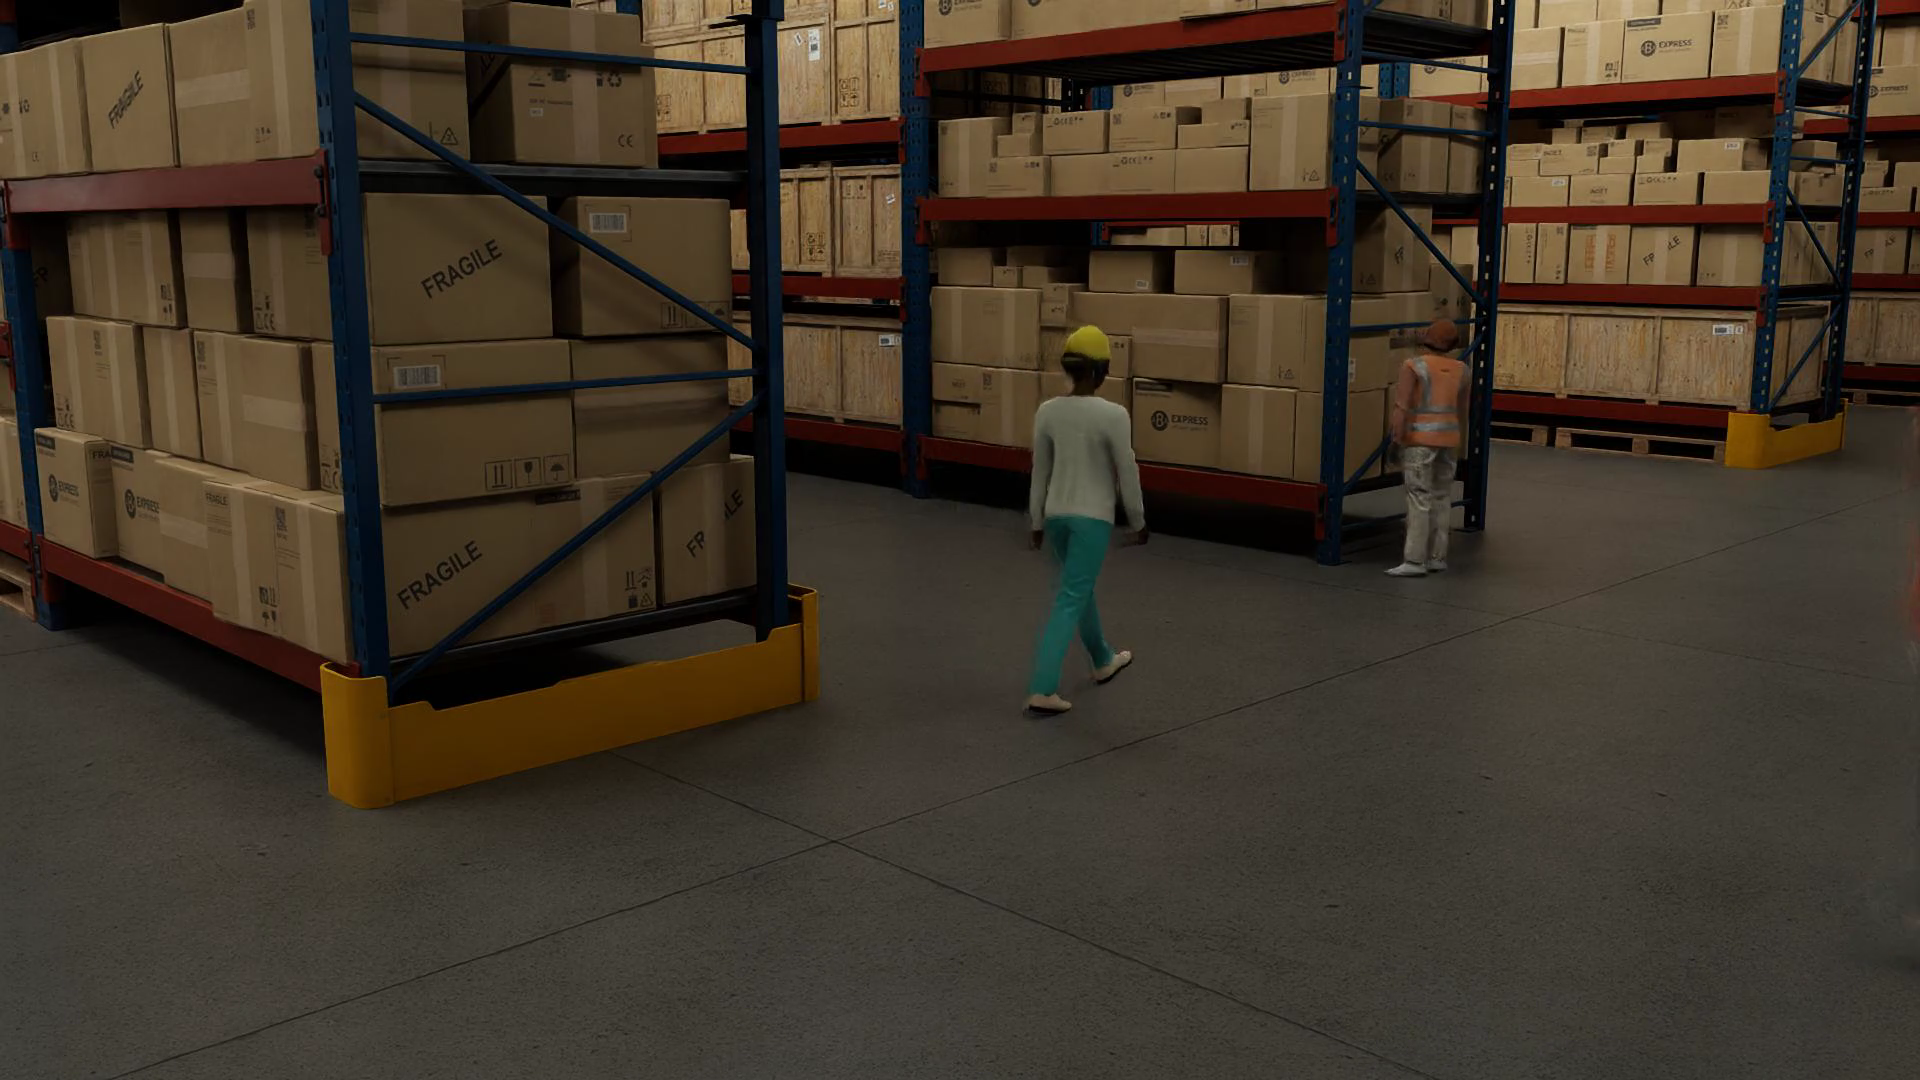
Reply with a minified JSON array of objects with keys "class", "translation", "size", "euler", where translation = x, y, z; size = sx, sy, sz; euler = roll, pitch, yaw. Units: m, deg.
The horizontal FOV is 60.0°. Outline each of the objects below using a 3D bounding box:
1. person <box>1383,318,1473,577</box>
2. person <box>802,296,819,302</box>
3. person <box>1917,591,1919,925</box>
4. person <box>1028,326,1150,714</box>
[{"class":"person","translation":[2.927,-0.582,10.481],"size":[0.640,1.610,0.341],"euler":[-4,11,-21]},{"class":"person","translation":[-1.839,-2.638,20.881],"size":[0.888,1.904,0.574],"euler":[8,13,37]},{"class":"person","translation":[3.116,0.257,4.935],"size":[0.477,1.967,0.659],"euler":[-1,10,-5]},{"class":"person","translation":[0.570,-0.101,7.561],"size":[0.520,1.720,0.922],"euler":[10,14,44]}]
